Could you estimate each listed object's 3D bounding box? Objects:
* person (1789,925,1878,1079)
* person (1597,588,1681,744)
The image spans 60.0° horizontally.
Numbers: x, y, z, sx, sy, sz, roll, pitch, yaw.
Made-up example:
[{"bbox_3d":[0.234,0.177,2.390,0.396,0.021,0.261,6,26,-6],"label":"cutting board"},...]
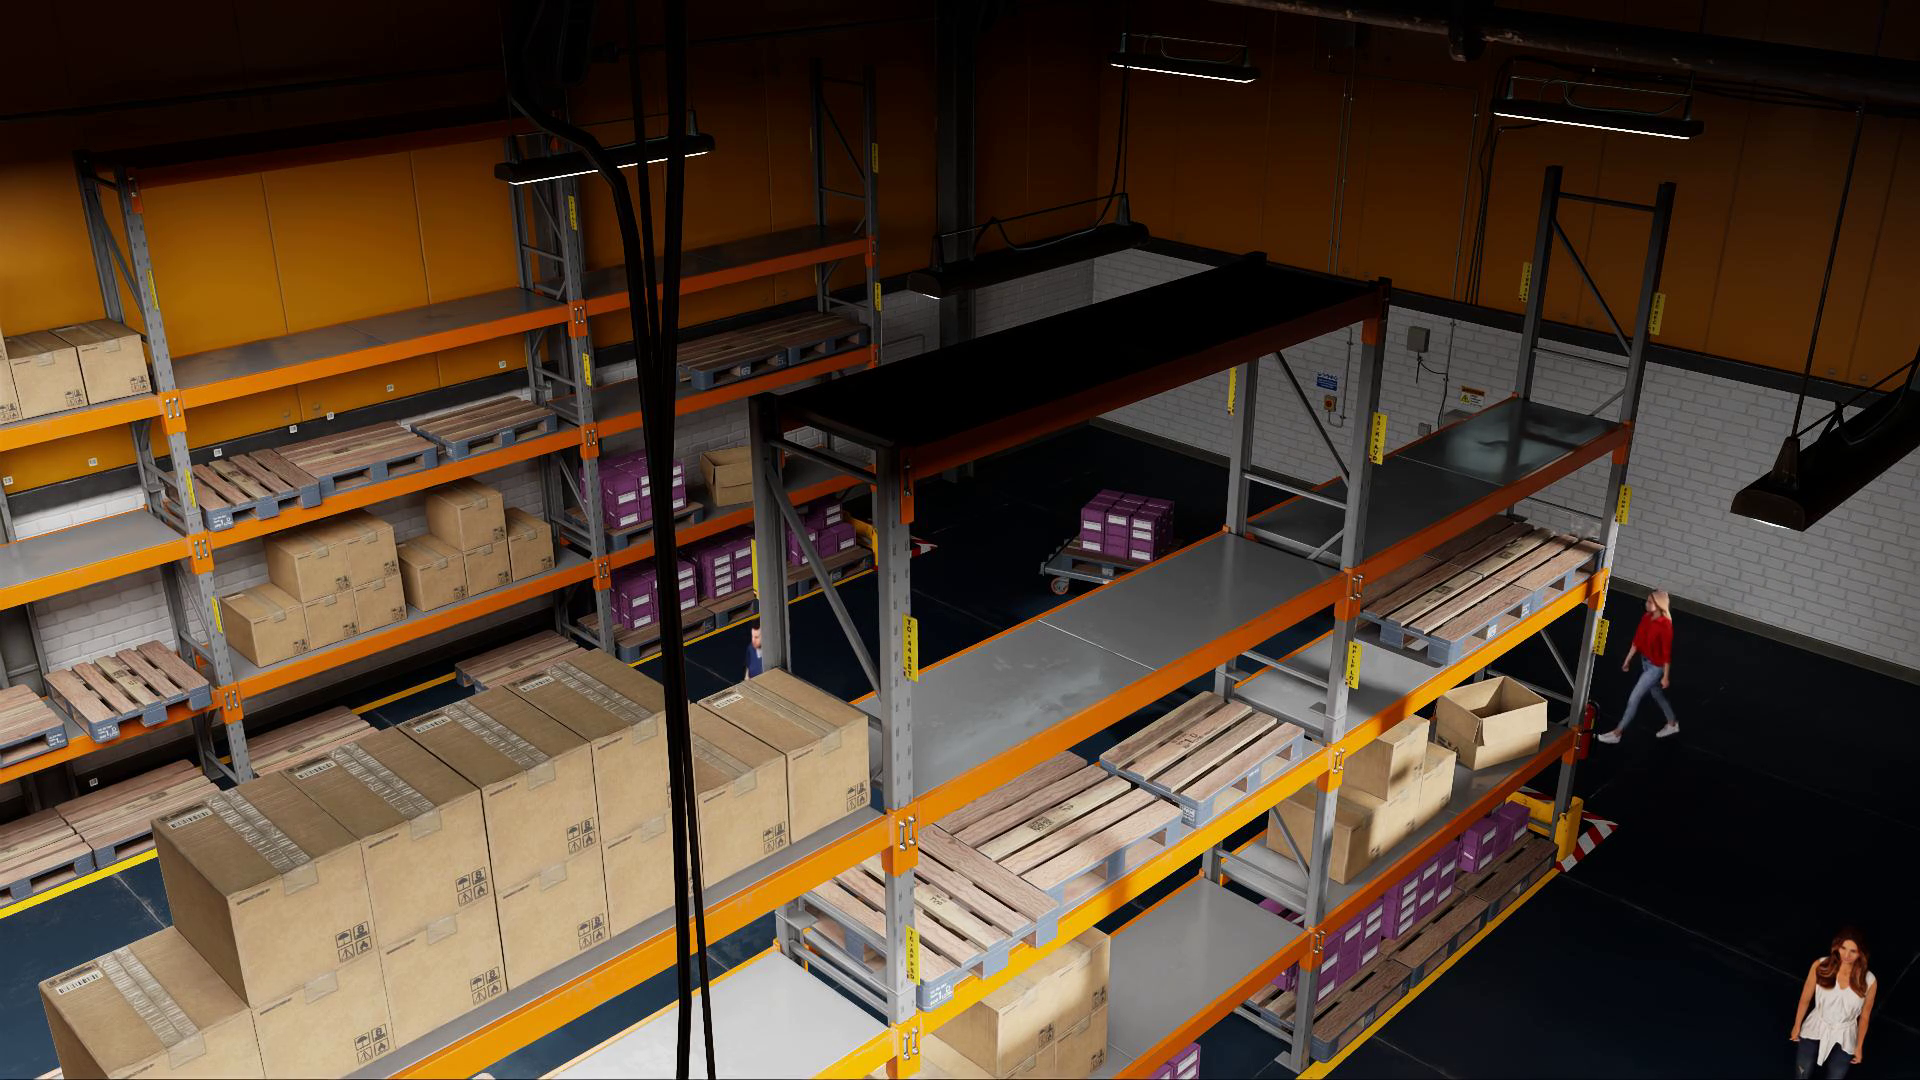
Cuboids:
[{"bbox_3d":[5.942,3.397,11.373,0.656,1.785,0.614,13,27,27],"label":"person"},{"bbox_3d":[6.898,1.266,16.400,1.200,1.663,1.067,-3,24,-7],"label":"person"}]
